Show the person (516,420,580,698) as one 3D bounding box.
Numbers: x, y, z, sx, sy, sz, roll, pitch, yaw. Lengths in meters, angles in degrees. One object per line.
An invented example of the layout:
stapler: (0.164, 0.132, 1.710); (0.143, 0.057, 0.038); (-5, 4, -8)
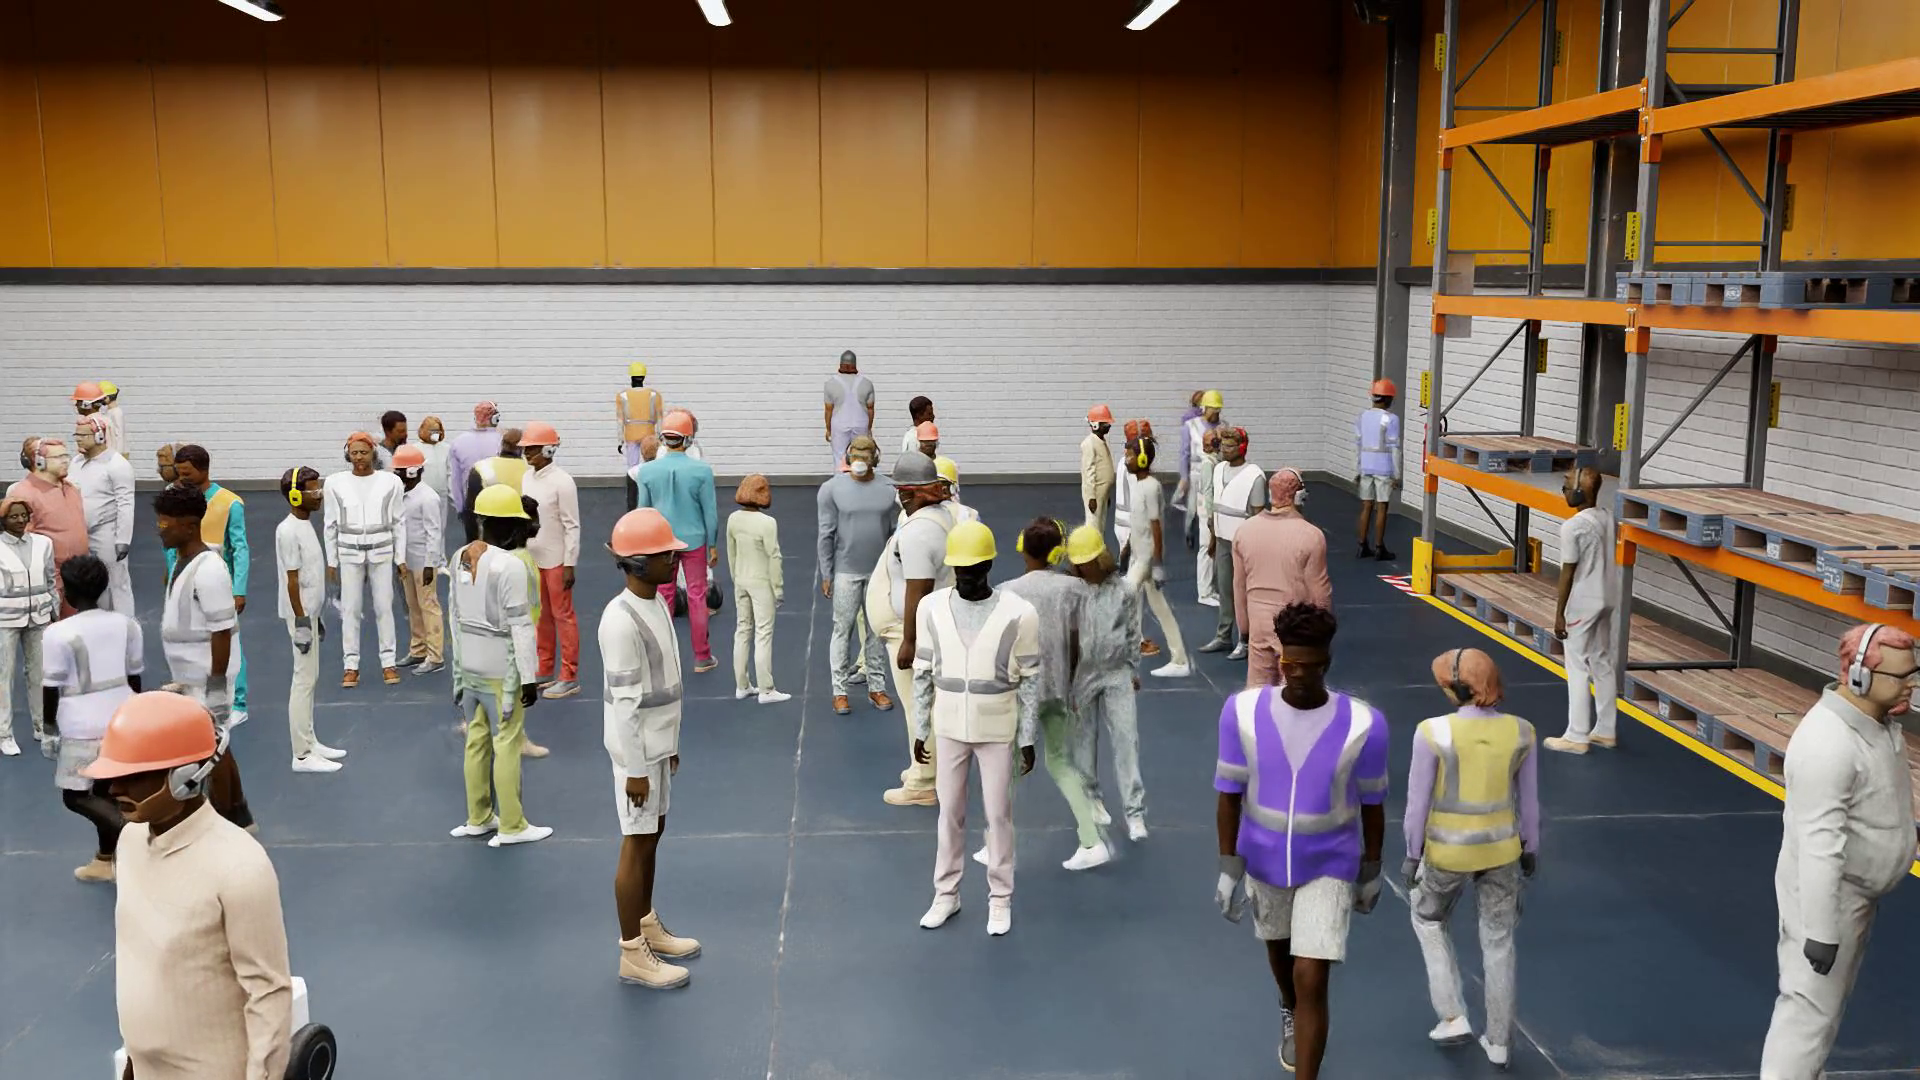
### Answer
person: (-2.969, 0.135, 11.949); (0.612, 1.996, 0.388); (8, 12, 43)

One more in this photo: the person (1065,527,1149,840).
person: (0.763, 0.773, 8.892); (0.527, 1.685, 0.848); (-1, 9, -9)

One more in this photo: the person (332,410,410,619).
person: (-5.064, -0.191, 14.483); (0.892, 1.856, 0.599); (2, 9, 10)

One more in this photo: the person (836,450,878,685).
person: (-0.748, 0.192, 12.350); (0.325, 1.752, 0.559); (-1, 9, -4)

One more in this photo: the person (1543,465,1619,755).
person: (3.966, 0.442, 10.568); (0.519, 1.833, 0.371); (-6, 11, -33)

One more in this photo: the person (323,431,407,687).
person: (-4.379, 0.141, 12.268); (0.572, 1.883, 0.356); (-3, 10, -19)

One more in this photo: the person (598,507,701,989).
person: (-1.329, 0.877, 7.133); (0.368, 2.048, 0.607); (0, 9, 1)

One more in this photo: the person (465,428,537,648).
person: (-3.612, 0.015, 13.326); (0.668, 1.811, 0.433); (-6, 11, -34)

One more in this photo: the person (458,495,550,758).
person: (-2.805, 0.560, 10.245); (0.485, 1.683, 0.547); (-2, 9, -13)

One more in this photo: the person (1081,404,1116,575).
person: (1.373, -0.468, 16.480); (0.320, 1.755, 0.563); (3, 10, 19)

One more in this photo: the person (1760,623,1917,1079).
person: (2.965, 1.203, 5.582); (0.399, 1.899, 0.650); (8, 12, 41)

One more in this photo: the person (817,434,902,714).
person: (-0.675, 0.231, 11.532); (0.627, 1.938, 0.372); (-3, 10, -20)

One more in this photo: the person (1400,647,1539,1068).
person: (1.952, 1.207, 6.377); (0.561, 1.620, 0.408); (-1, 9, -7)

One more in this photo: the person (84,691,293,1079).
person: (-1.974, 1.357, 4.280); (0.625, 1.992, 0.389); (6, 11, 33)

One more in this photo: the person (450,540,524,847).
person: (-2.523, 0.808, 8.860); (0.499, 1.633, 0.286); (7, 11, 36)

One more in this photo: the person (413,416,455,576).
person: (-5.265, -0.427, 16.617); (0.285, 1.633, 0.498); (7, 11, 36)

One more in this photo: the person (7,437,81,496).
person: (-6.777, 0.149, 12.379); (0.502, 1.840, 0.349); (-8, 12, -42)

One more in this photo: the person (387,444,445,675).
person: (-4.150, 0.143, 12.664); (0.325, 1.750, 0.563); (-8, 12, -42)

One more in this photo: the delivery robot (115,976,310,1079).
delivery robot: (-2.633, 1.773, 5.882); (0.477, 0.478, 0.707); (2, 9, 11)

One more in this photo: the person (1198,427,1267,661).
person: (2.188, 0.023, 13.134); (0.393, 1.843, 0.563); (-5, 10, -30)

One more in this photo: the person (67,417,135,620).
person: (-6.873, -0.029, 13.262); (0.642, 1.909, 0.408); (4, 10, 23)

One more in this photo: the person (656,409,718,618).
person: (-2.351, -0.231, 14.709); (0.827, 1.845, 0.661); (4, 10, 25)

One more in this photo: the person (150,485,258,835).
person: (-3.932, 0.692, 8.643); (0.529, 1.970, 0.655); (-7, 11, -36)

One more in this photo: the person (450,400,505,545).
person: (-4.235, -0.306, 15.003); (0.646, 1.907, 0.401); (1, 9, 7)

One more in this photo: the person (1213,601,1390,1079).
person: (1.227, 1.130, 5.997); (0.596, 1.914, 1.013); (4, 10, 22)

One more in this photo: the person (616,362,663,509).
person: (-4.059, -1.291, 21.112); (0.594, 1.928, 0.365); (-2, 9, -14)

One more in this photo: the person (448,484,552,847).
person: (-2.461, 0.661, 8.873); (0.591, 1.922, 0.380); (7, 11, 37)

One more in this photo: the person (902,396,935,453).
person: (-0.389, -0.372, 15.381); (0.392, 1.919, 0.590); (0, 9, -3)

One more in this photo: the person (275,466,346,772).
person: (-3.987, 0.480, 10.183); (0.329, 1.872, 0.510); (-2, 9, -14)

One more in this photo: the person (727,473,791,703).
person: (-1.442, 0.340, 11.793); (0.499, 1.635, 0.287); (7, 12, 39)

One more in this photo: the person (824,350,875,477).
person: (-1.492, -1.514, 22.164); (0.682, 2.000, 0.537); (-2, 9, -14)

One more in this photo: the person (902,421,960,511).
person: (-0.286, -0.170, 14.605); (0.575, 1.754, 0.320); (2, 9, 14)

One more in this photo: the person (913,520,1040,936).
person: (0.064, 0.859, 7.619); (0.593, 1.925, 0.384); (3, 9, 16)

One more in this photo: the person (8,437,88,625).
person: (-6.271, 0.238, 11.573); (0.406, 1.913, 0.639); (1, 9, 6)

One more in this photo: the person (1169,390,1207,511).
person: (2.952, -1.109, 21.005); (0.517, 1.596, 0.704); (-5, 10, -26)

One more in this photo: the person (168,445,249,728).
person: (-5.029, 0.306, 11.138); (0.598, 1.911, 0.375); (3, 9, 18)

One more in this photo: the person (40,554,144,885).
person: (-4.145, 0.907, 8.104); (0.604, 1.673, 0.542); (3, 10, 19)

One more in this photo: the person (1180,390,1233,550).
person: (2.640, -0.705, 17.773); (0.608, 1.817, 0.602); (-1, 9, -9)

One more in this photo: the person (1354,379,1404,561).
person: (4.475, -0.739, 17.696); (0.432, 1.923, 0.594); (-7, 11, -37)

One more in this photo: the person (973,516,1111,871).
person: (0.402, 0.795, 8.409); (0.572, 1.846, 0.615); (-4, 10, -25)

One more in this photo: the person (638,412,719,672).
person: (-2.130, 0.023, 12.659); (0.608, 1.995, 0.377); (1, 9, 4)

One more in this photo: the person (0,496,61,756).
person: (-5.972, 0.530, 10.579); (0.310, 1.642, 0.514); (5, 11, 31)

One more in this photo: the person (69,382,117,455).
person: (-8.392, -0.541, 16.197); (0.386, 1.996, 0.610); (-2, 9, -10)

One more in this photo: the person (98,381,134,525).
person: (-10.186, -1.030, 20.021); (0.339, 1.761, 0.524); (-7, 12, -39)

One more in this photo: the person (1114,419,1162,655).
person: (1.419, -0.026, 13.313); (0.355, 1.885, 0.575); (-1, 9, -6)

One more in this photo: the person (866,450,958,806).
person: (-0.272, 0.492, 9.569); (0.538, 2.000, 0.689); (2, 9, 15)

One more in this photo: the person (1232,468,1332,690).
person: (1.915, 0.525, 9.790); (0.639, 1.907, 0.407); (9, 13, 44)

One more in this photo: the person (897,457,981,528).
person: (-0.116, 0.359, 11.087); (0.586, 1.824, 0.403); (1, 9, 9)

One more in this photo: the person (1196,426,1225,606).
person: (2.322, -0.221, 15.294); (0.307, 1.642, 0.514); (3, 9, 16)
